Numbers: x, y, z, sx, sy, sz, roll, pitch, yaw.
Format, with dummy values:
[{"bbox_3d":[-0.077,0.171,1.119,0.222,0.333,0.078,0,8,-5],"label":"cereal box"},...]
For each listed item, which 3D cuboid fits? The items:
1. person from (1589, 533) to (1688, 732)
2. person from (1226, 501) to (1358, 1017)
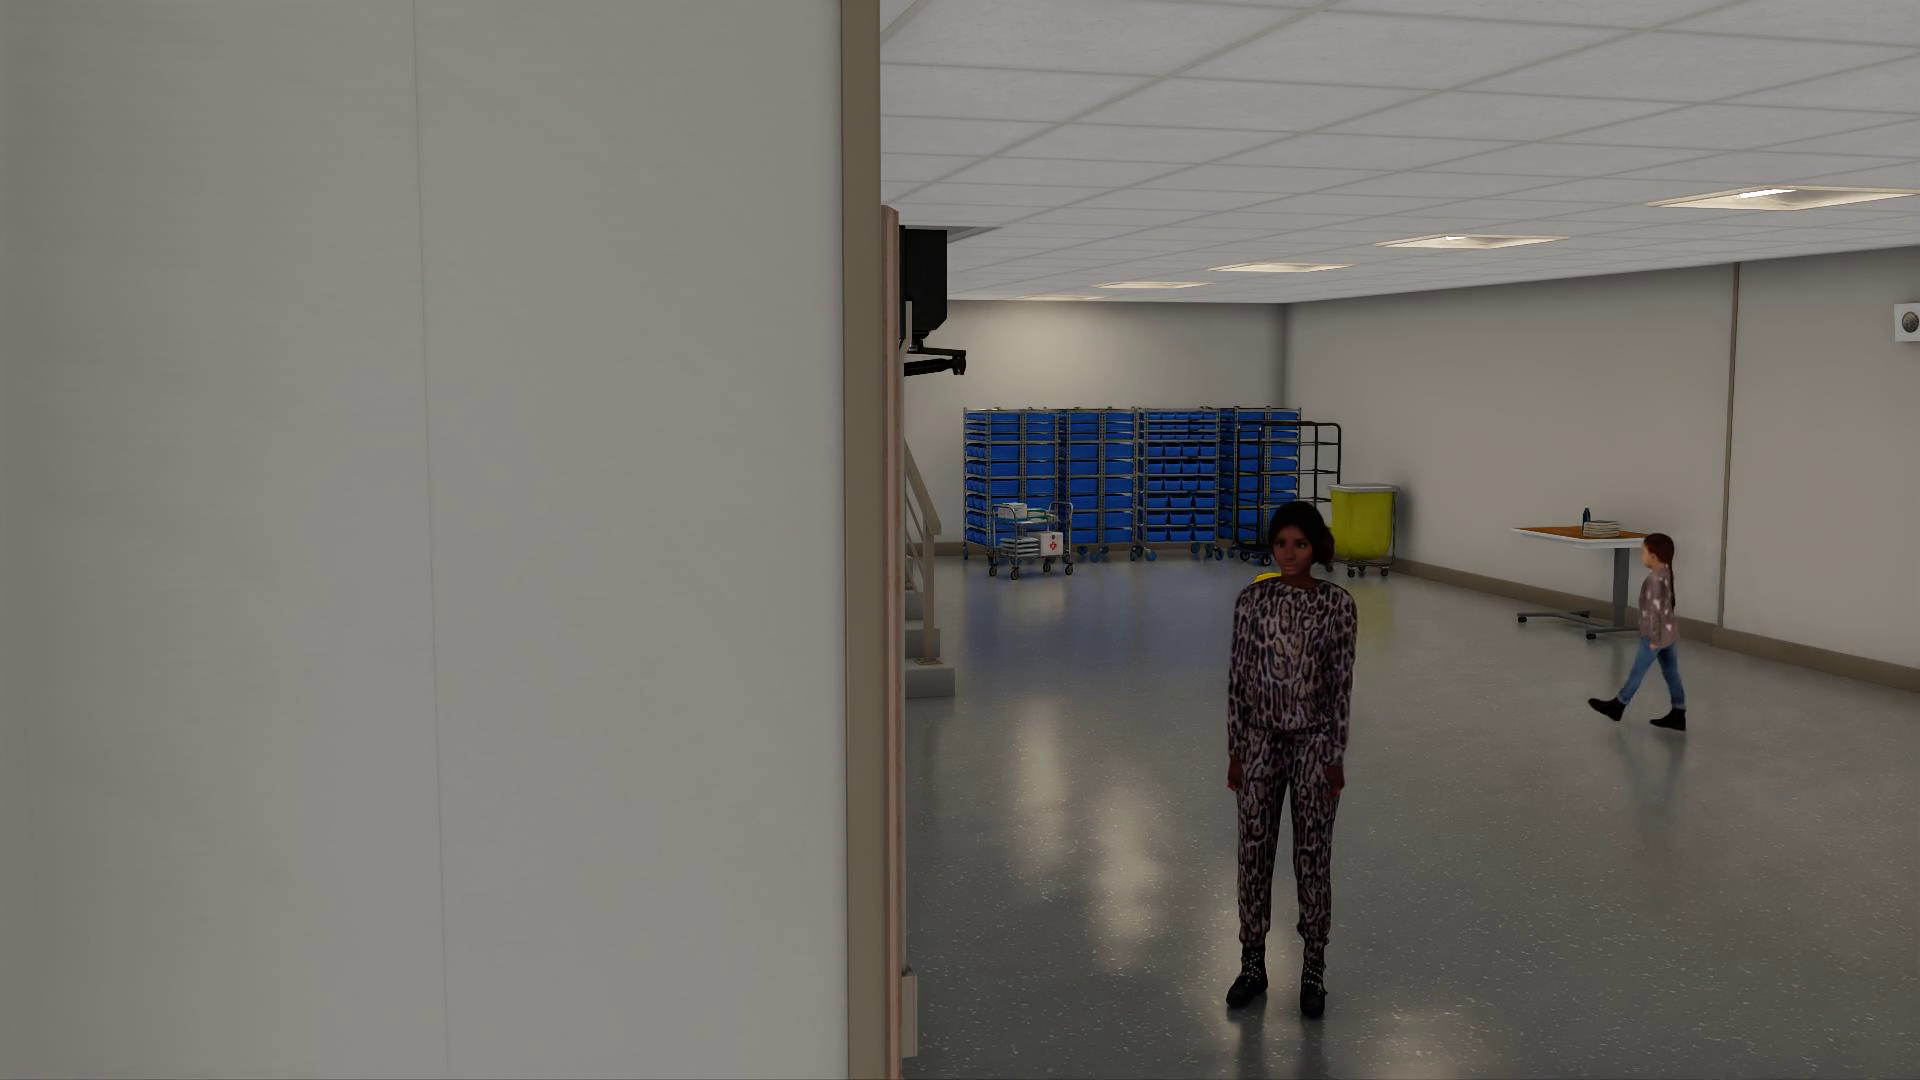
[{"bbox_3d":[4.214,0.565,9.902,0.861,1.171,0.741,5,8,42],"label":"person"},{"bbox_3d":[1.114,0.721,5.616,0.677,1.717,0.723,2,6,23],"label":"person"}]
